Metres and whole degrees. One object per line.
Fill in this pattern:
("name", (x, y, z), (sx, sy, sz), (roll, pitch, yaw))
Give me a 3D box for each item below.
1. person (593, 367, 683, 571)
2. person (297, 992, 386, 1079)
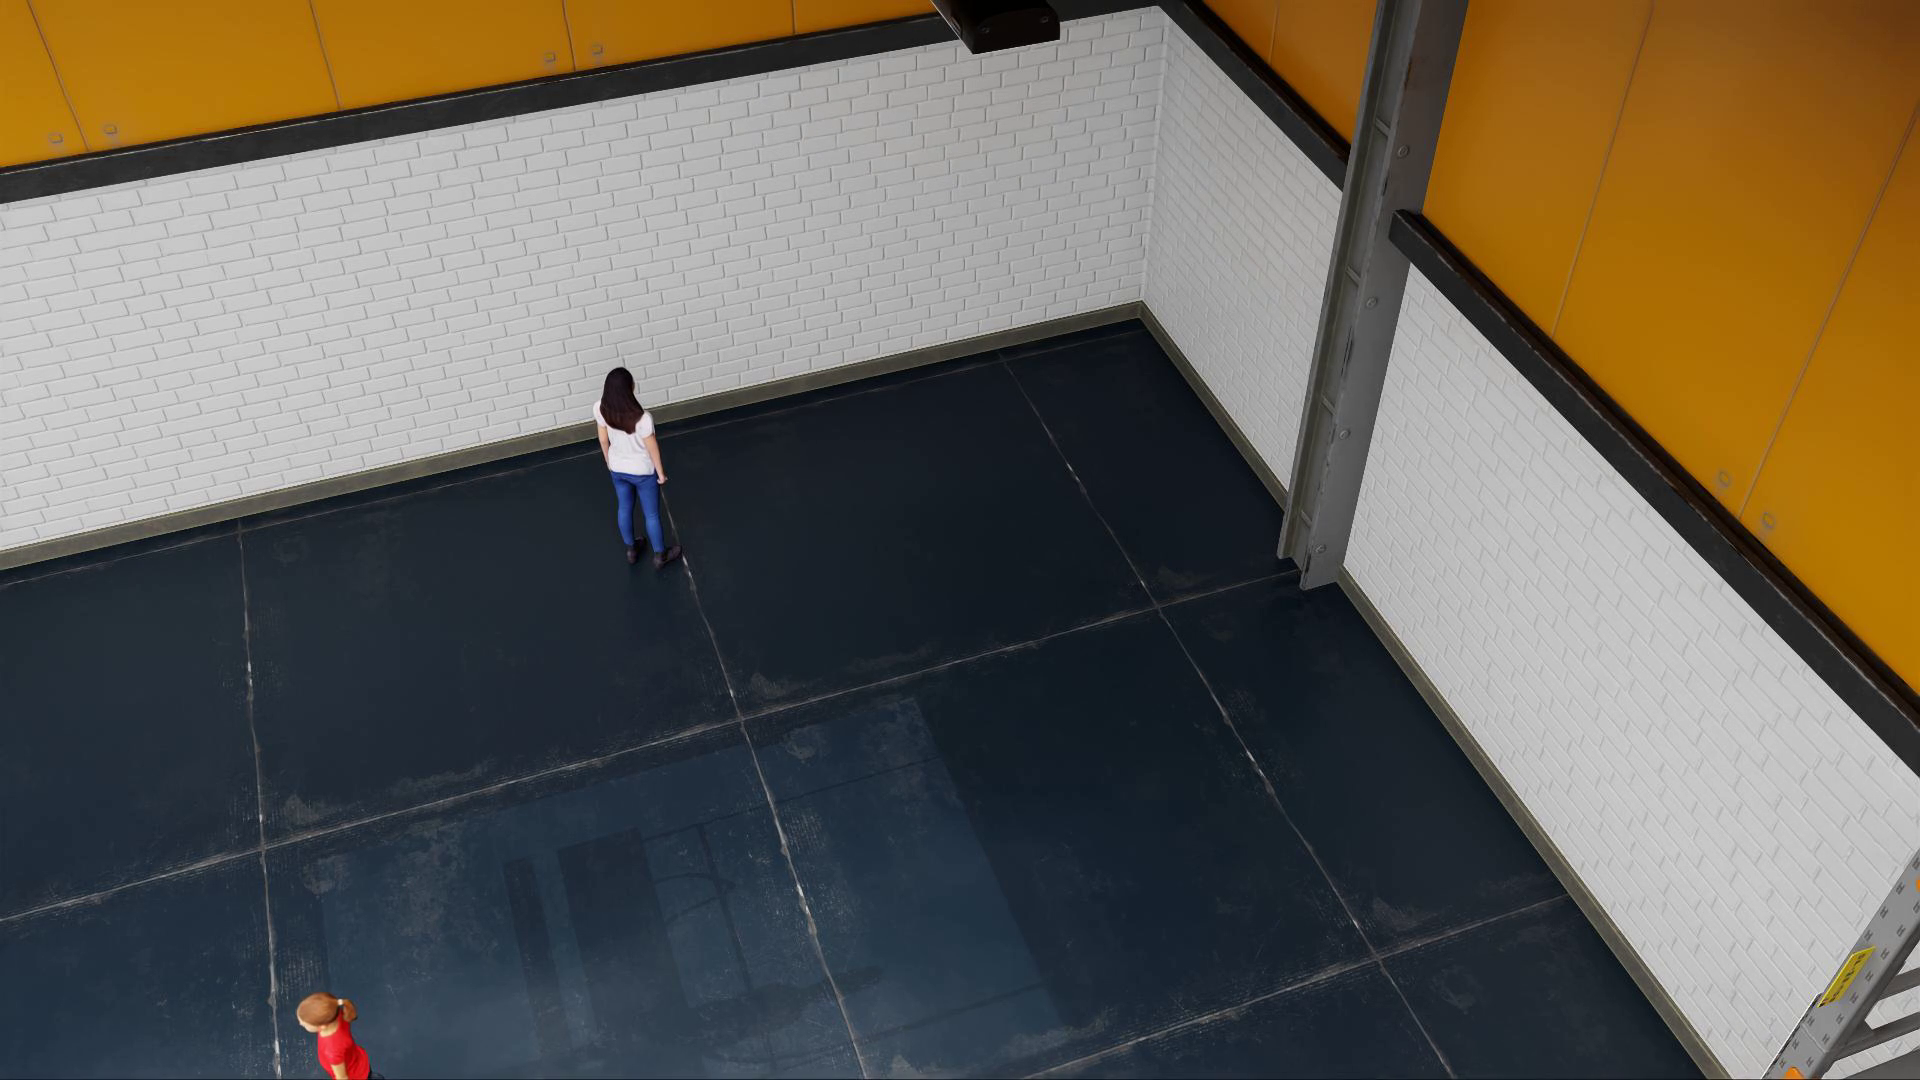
("person", (-2.239, -0.477, 11.401), (0.682, 1.684, 0.729), (15, 46, 15))
("person", (-3.055, 2.662, 8.380), (0.525, 1.306, 0.409), (-16, 46, -16))
